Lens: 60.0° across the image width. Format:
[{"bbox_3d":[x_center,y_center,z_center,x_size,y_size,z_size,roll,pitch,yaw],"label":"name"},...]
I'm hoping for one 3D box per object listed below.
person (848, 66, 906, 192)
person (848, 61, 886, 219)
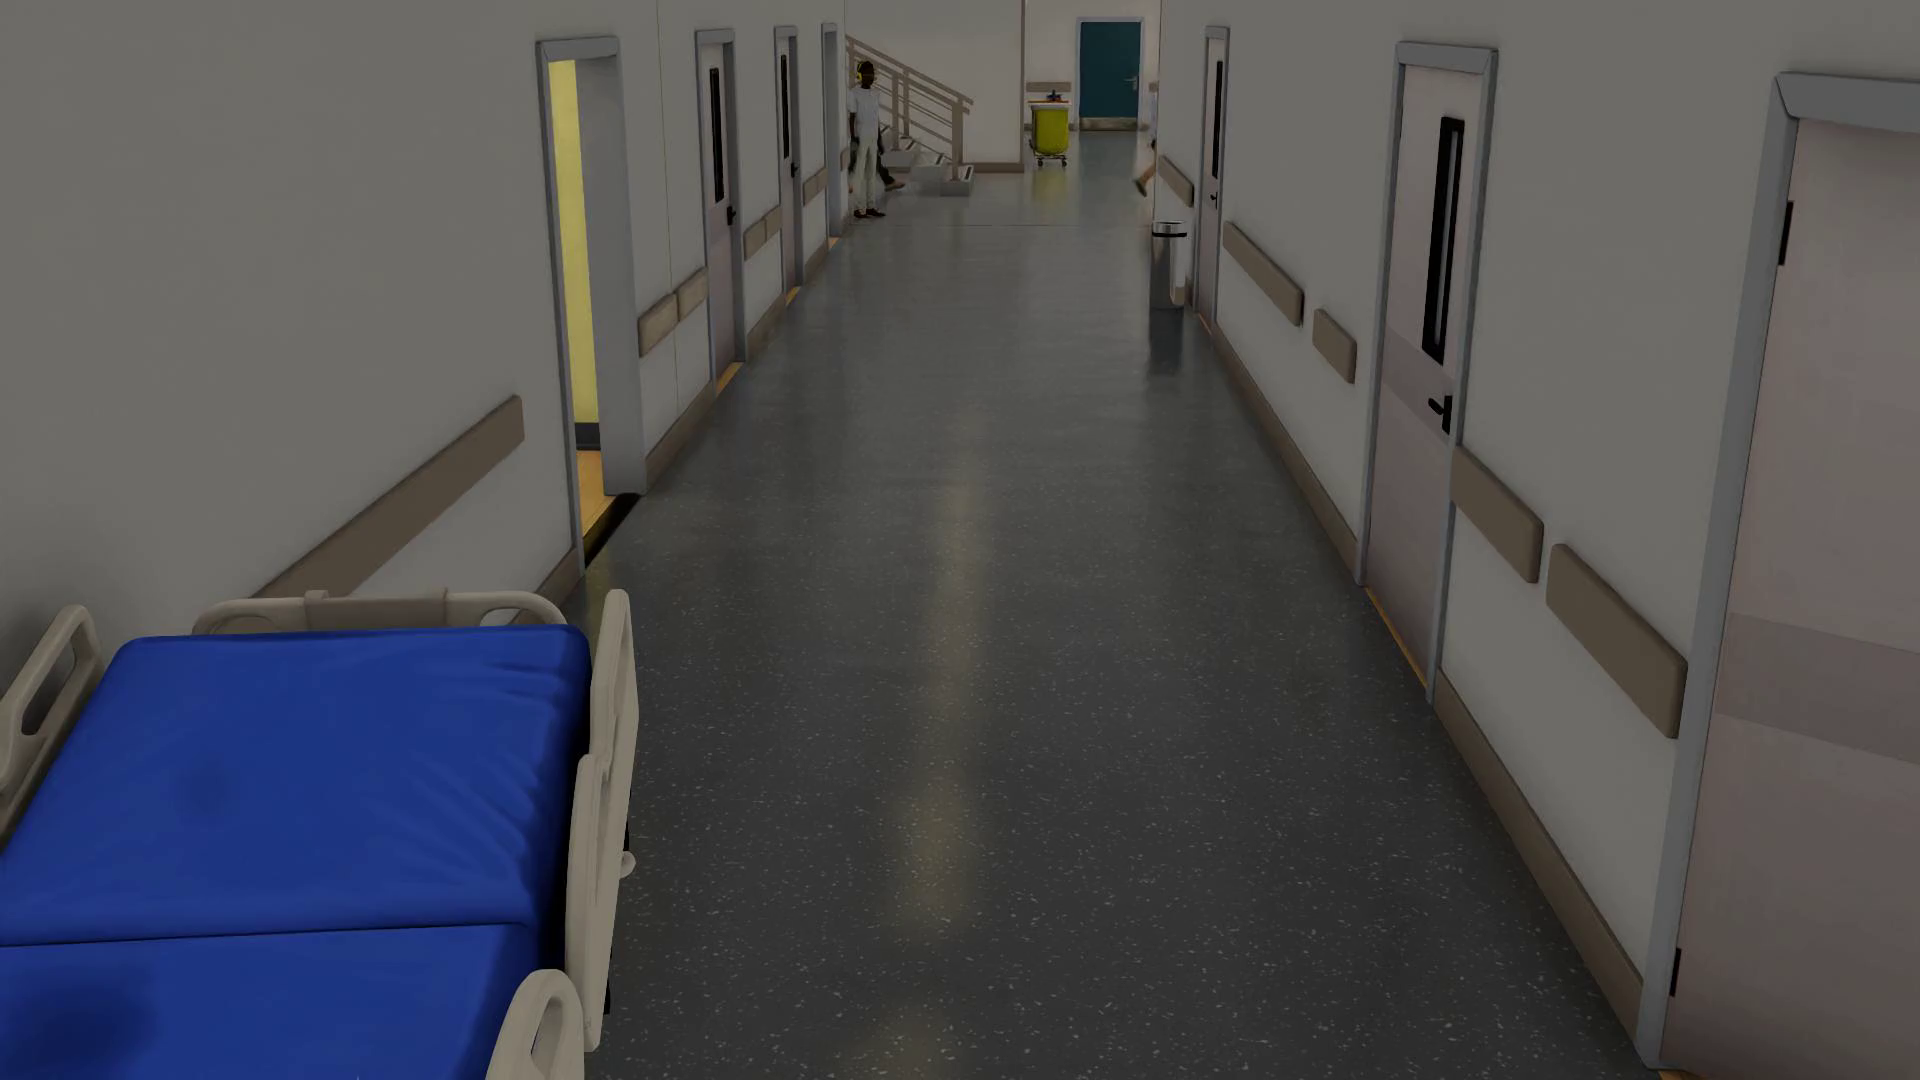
[{"bbox_3d":[-1.289,-5.755,23.191,0.983,1.792,0.538,0,18,1],"label":"person"},{"bbox_3d":[-1.129,-4.871,20.282,0.323,1.871,0.530,16,24,41],"label":"person"}]
